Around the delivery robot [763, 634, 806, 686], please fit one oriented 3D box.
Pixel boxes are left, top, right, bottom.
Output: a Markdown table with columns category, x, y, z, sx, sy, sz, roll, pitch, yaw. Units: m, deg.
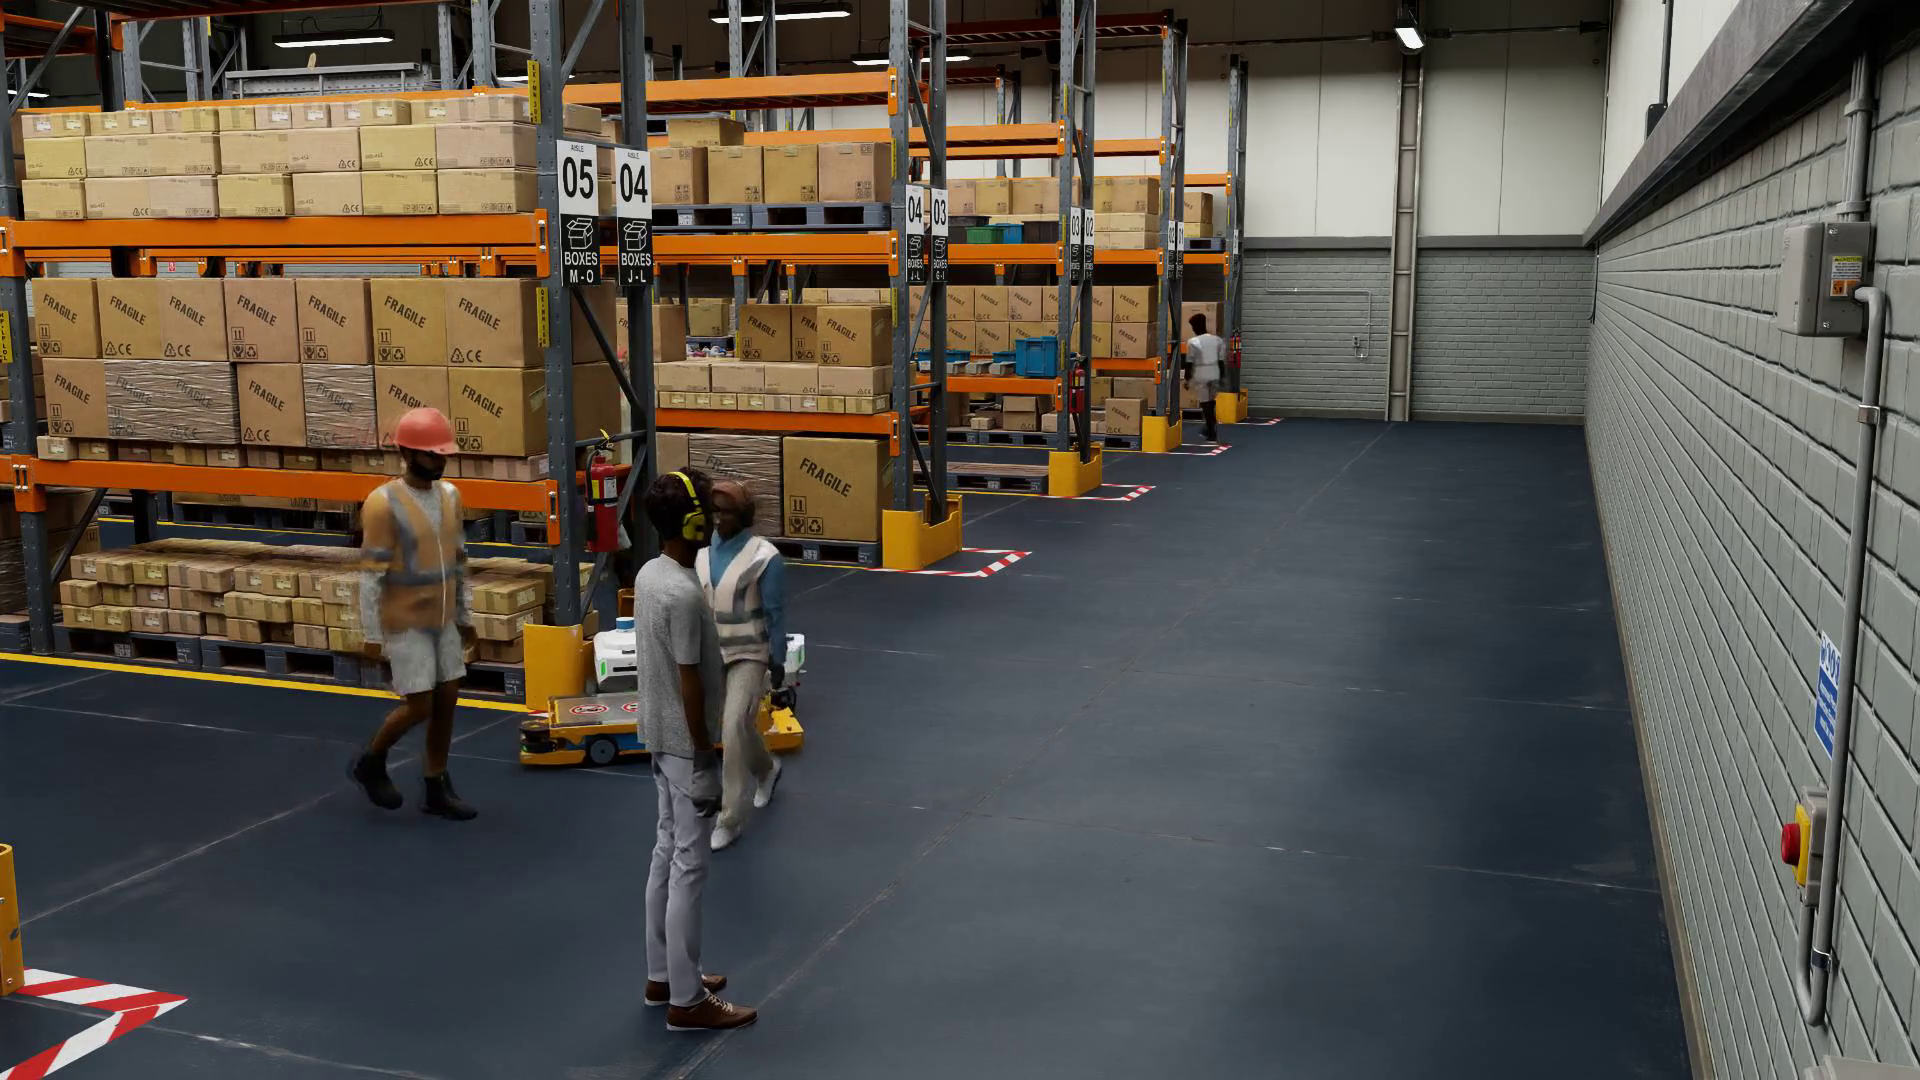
| category | x | y | z | sx | sy | sz | roll | pitch | yaw |
| --- | --- | --- | --- | --- | --- | --- | --- | --- | --- |
| delivery robot | -1.236 | 0.668 | 9.484 | 0.707 | 0.478 | 0.477 | -1 | 9 | -6 |

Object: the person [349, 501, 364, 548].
| category | x | y | z | sx | sy | sz | roll | pitch | yaw |
| --- | --- | --- | --- | --- | --- | --- | --- | --- | --- |
| person | -4.120 | -0.409 | 11.998 | 1.024 | 1.990 | 0.639 | 5 | 10 | 26 |

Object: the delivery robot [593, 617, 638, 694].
| category | x | y | z | sx | sy | sz | roll | pitch | yaw |
| --- | --- | --- | --- | --- | --- | --- | --- | --- | --- |
| delivery robot | -1.890 | 0.679 | 9.415 | 0.477 | 0.478 | 0.707 | -2 | 9 | -14 |

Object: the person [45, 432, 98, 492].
| category | x | y | z | sx | sy | sz | roll | pitch | yaw |
| --- | --- | --- | --- | --- | --- | --- | --- | --- | --- |
| person | -7.299 | -0.537 | 13.462 | 0.980 | 1.788 | 0.529 | 6 | 11 | 35 |

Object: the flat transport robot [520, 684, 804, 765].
| category | x | y | z | sx | sy | sz | roll | pitch | yaw |
| --- | --- | --- | --- | --- | --- | --- | --- | --- | --- |
| flat transport robot | -1.588 | 0.964 | 8.808 | 1.431 | 0.197 | 0.652 | -2 | 9 | -15 |

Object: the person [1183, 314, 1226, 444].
| category | x | y | z | sx | sy | sz | roll | pitch | yaw |
| --- | --- | --- | --- | --- | --- | --- | --- | --- | --- |
| person | 3.579 | -2.398 | 24.697 | 0.621 | 1.909 | 0.907 | -5 | 10 | -28 |

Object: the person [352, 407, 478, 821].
| category | x | y | z | sx | sy | sz | roll | pitch | yaw |
| --- | --- | --- | --- | --- | --- | --- | --- | --- | --- |
| person | -2.469 | 0.348 | 7.542 | 0.558 | 1.914 | 0.576 | 4 | 10 | 23 |

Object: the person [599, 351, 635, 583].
| category | x | y | z | sx | sy | sz | roll | pitch | yaw |
| --- | --- | --- | --- | --- | --- | --- | --- | --- | --- |
| person | -2.633 | -0.559 | 13.203 | 0.736 | 1.934 | 0.620 | 4 | 10 | 22 |

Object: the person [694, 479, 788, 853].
| category | x | y | z | sx | sy | sz | roll | pitch | yaw |
| --- | --- | --- | --- | --- | --- | --- | --- | --- | --- |
| person | -0.989 | 0.509 | 7.474 | 0.514 | 1.607 | 0.785 | 5 | 10 | 28 |

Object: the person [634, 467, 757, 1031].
| category | x | y | z | sx | sy | sz | roll | pitch | yaw |
| --- | --- | --- | --- | --- | --- | --- | --- | --- | --- |
| person | -0.903 | 0.690 | 5.538 | 0.321 | 1.873 | 0.532 | -4 | 10 | -26 |

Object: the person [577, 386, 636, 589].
| category | x | y | z | sx | sy | sz | roll | pitch | yaw |
| --- | --- | --- | --- | --- | --- | --- | --- | --- | --- |
| person | -2.443 | -0.216 | 11.215 | 1.033 | 1.876 | 0.540 | 3 | 10 | 19 |
